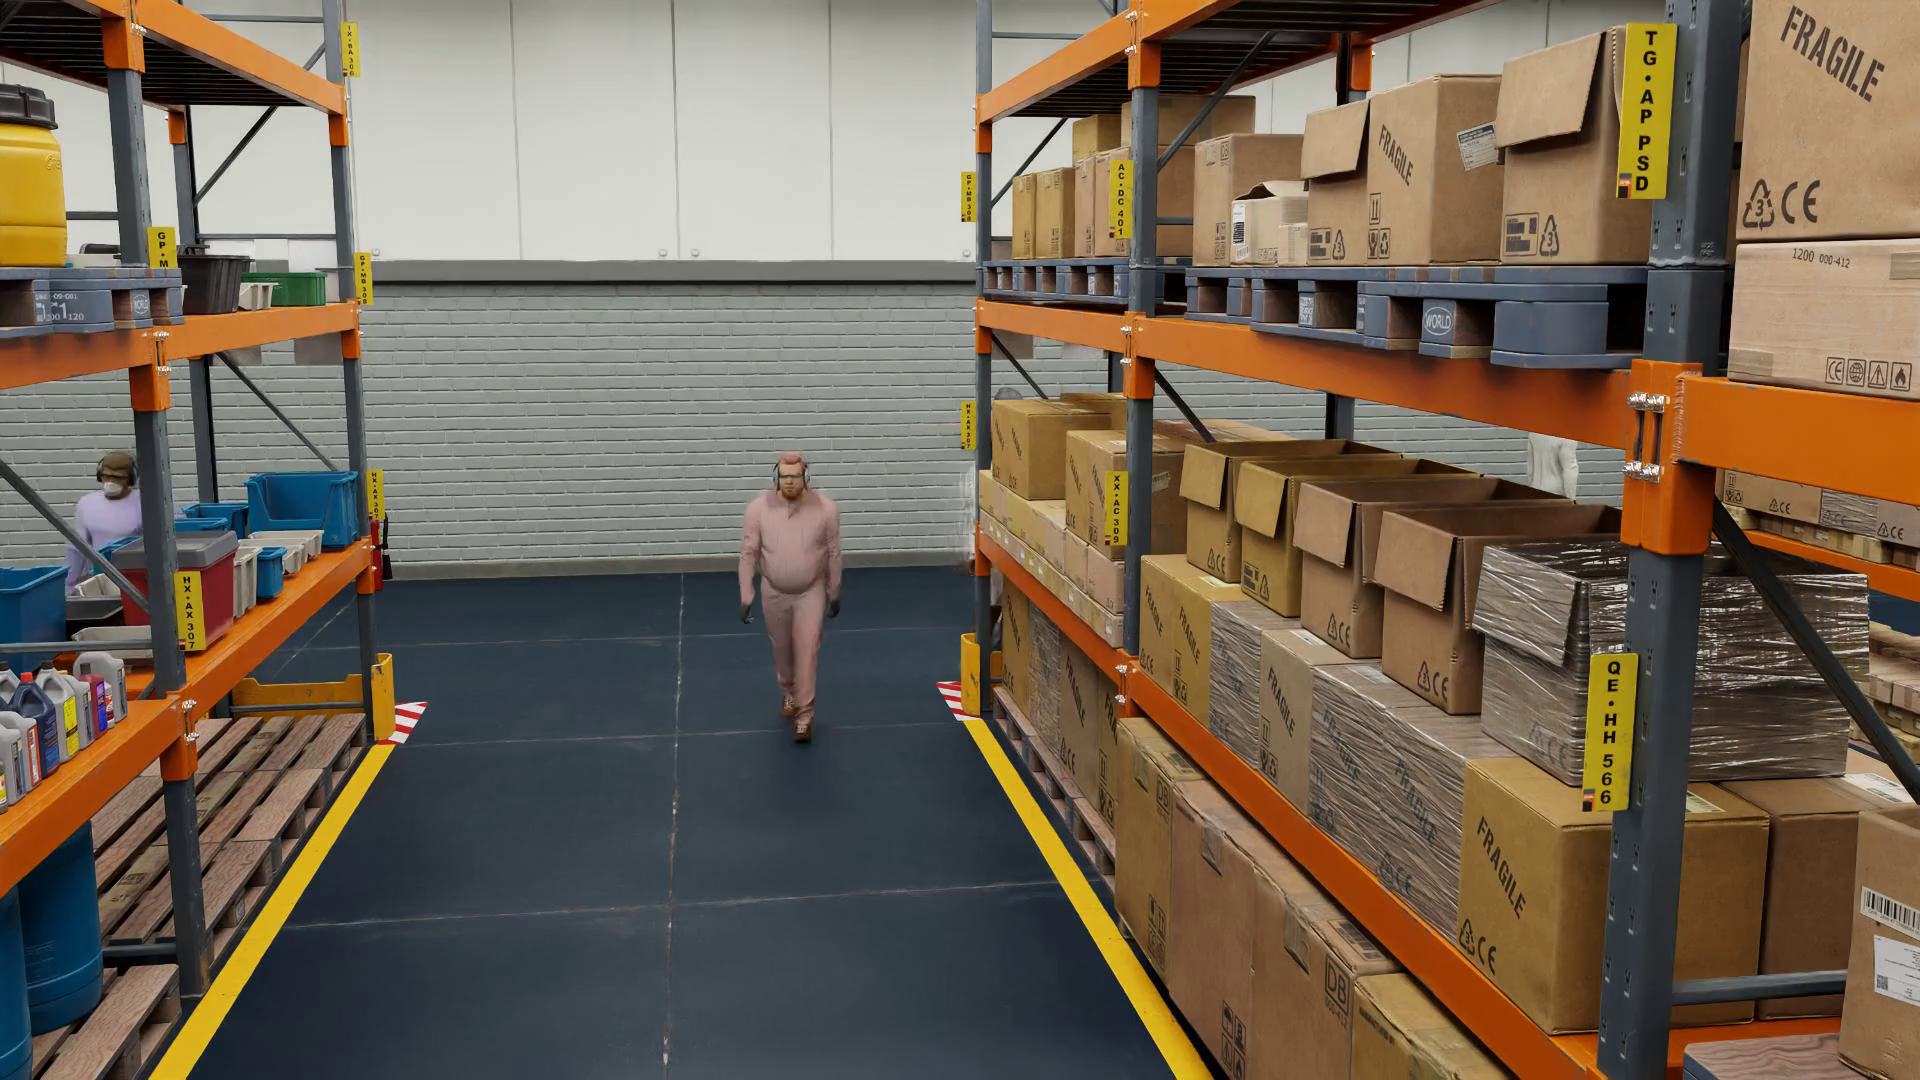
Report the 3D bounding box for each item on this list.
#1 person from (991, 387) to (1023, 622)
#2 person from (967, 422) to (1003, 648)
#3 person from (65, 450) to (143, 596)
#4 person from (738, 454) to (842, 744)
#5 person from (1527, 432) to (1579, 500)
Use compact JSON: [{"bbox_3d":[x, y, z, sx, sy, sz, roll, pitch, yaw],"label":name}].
[{"bbox_3d":[0.402,-0.312,14.420,0.535,2.000,0.684,1,9,4],"label":"person"},{"bbox_3d":[0.370,0.102,11.930,0.785,2.014,0.623,-3,10,-18],"label":"person"},{"bbox_3d":[-5.491,0.327,10.998,0.650,1.883,1.059,4,10,21],"label":"person"},{"bbox_3d":[-1.118,0.343,10.981,0.662,1.853,1.018,0,9,0],"label":"person"},{"bbox_3d":[5.472,-0.411,15.345,0.353,1.936,0.635,-2,10,-15],"label":"person"}]
